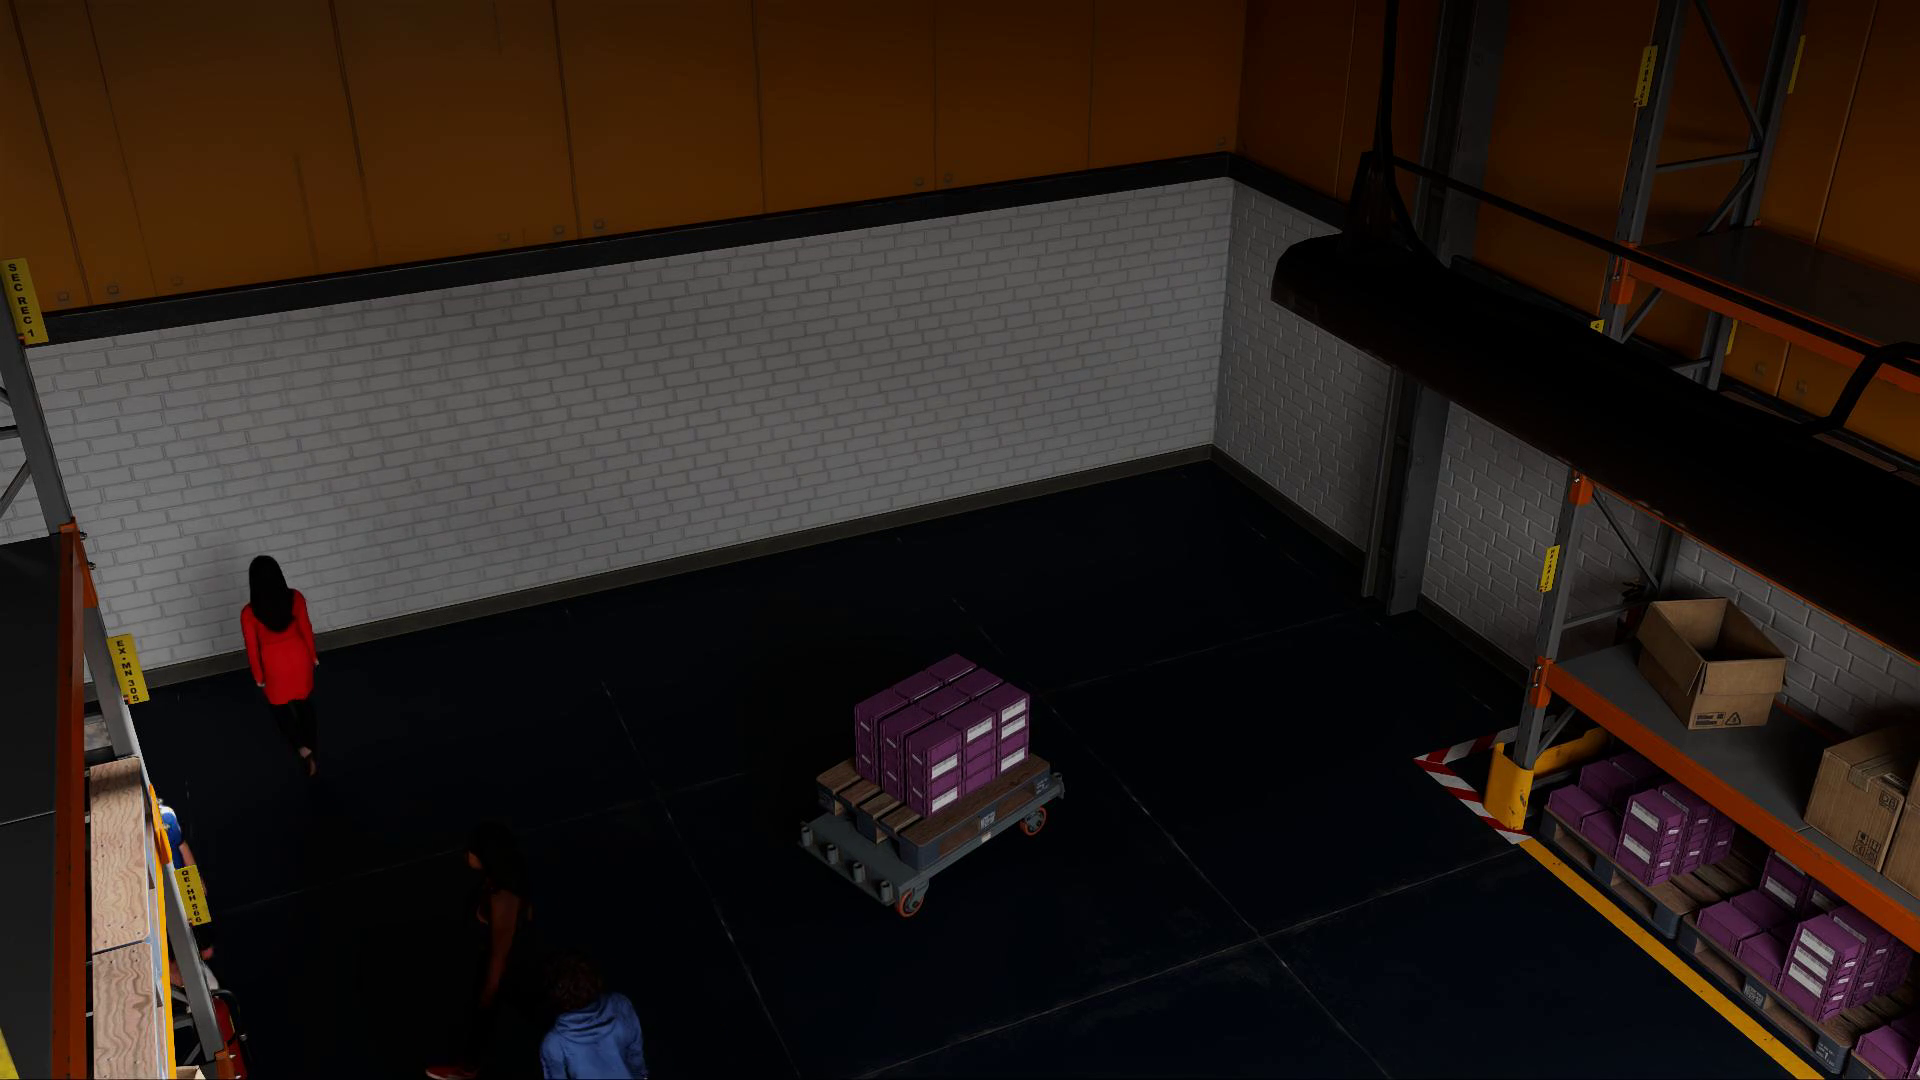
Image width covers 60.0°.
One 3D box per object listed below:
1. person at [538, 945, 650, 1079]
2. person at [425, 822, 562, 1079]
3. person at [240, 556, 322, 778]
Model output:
[{"bbox_3d":[-1.694,2.740,8.034,0.798,1.796,0.803,-25,37,-37],"label":"person"},{"bbox_3d":[-2.304,2.274,8.924,0.868,1.763,1.186,-7,29,-12],"label":"person"},{"bbox_3d":[-4.591,0.917,11.435,0.715,1.740,0.868,-21,35,-33],"label":"person"}]
